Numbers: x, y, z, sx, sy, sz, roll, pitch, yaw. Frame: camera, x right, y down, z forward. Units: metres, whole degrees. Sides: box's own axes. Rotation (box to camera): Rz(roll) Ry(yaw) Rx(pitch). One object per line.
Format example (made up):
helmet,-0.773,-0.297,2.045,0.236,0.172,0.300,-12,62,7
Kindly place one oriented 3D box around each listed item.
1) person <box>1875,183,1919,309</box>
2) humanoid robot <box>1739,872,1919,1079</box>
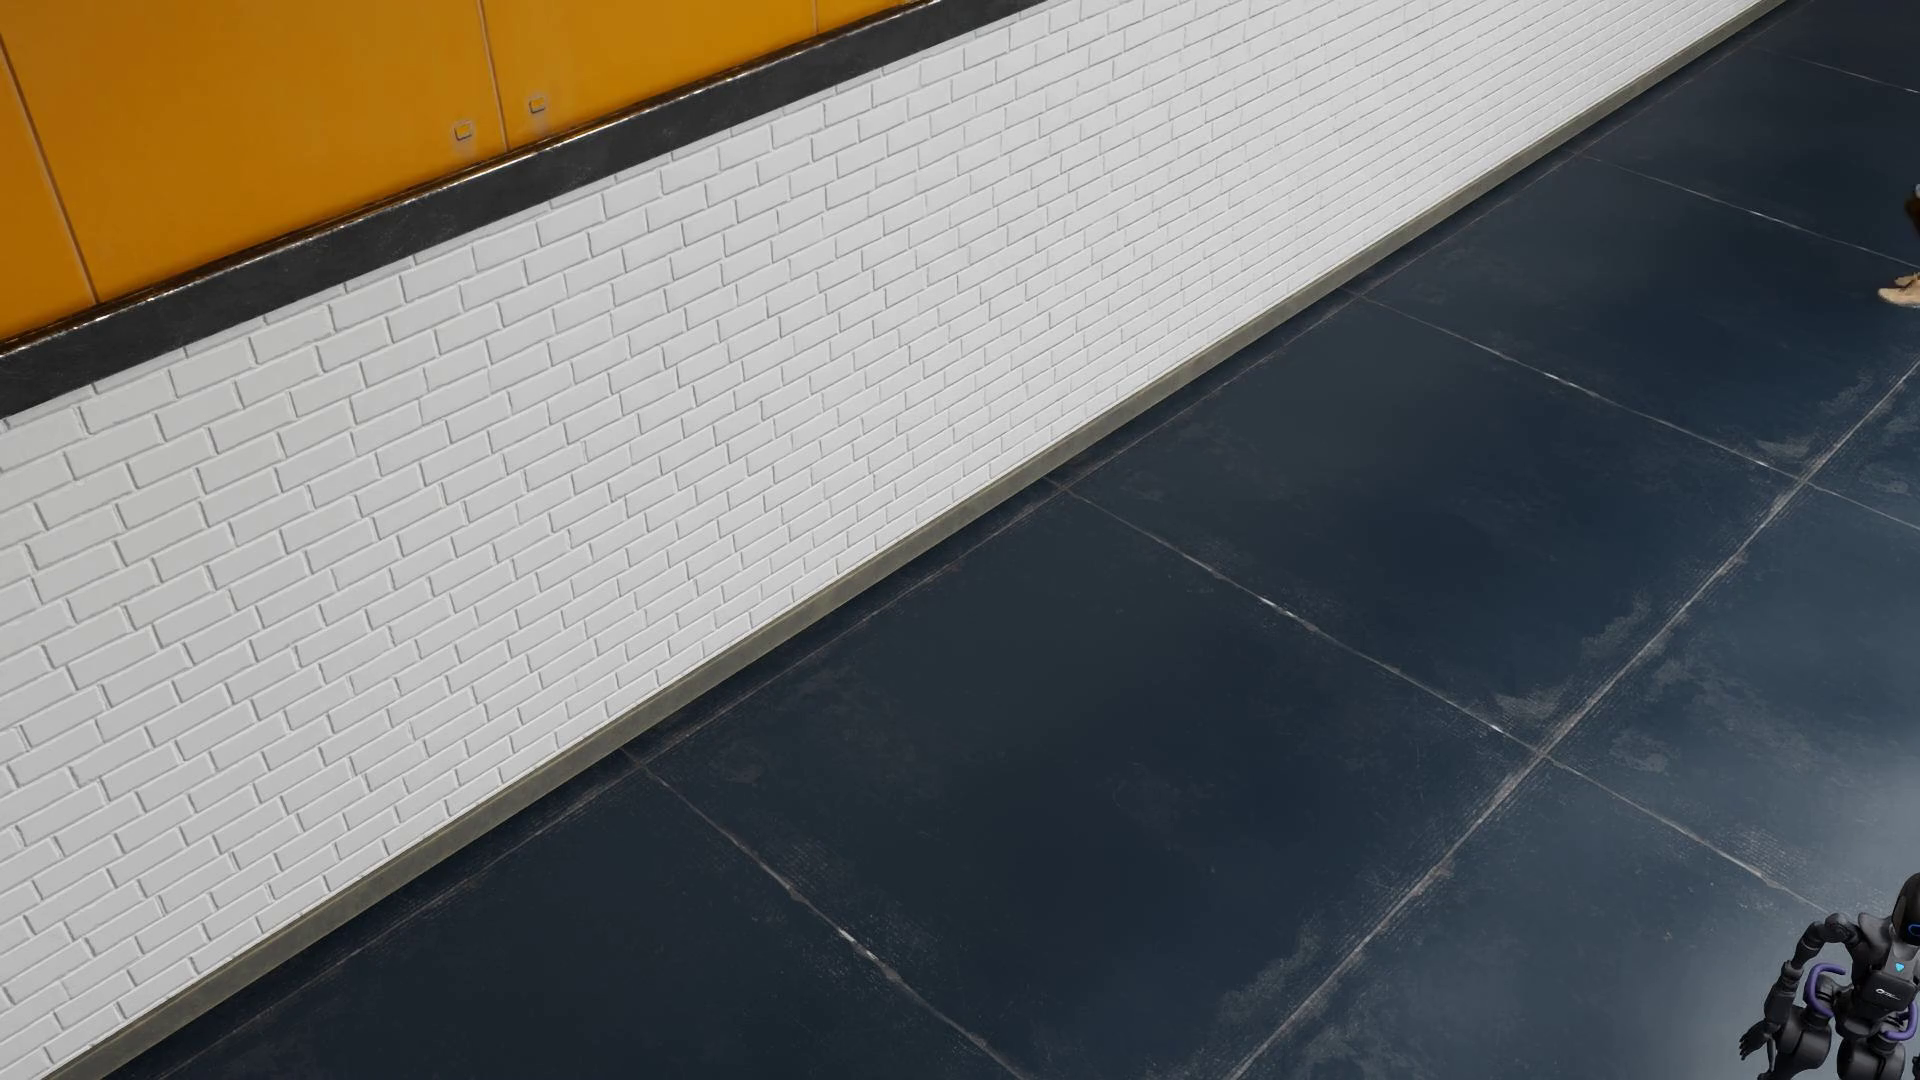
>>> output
person,6.314,-2.363,10.478,0.448,2.013,0.632,15,41,17
humanoid robot,3.020,1.701,5.654,0.599,1.657,0.315,17,42,20
